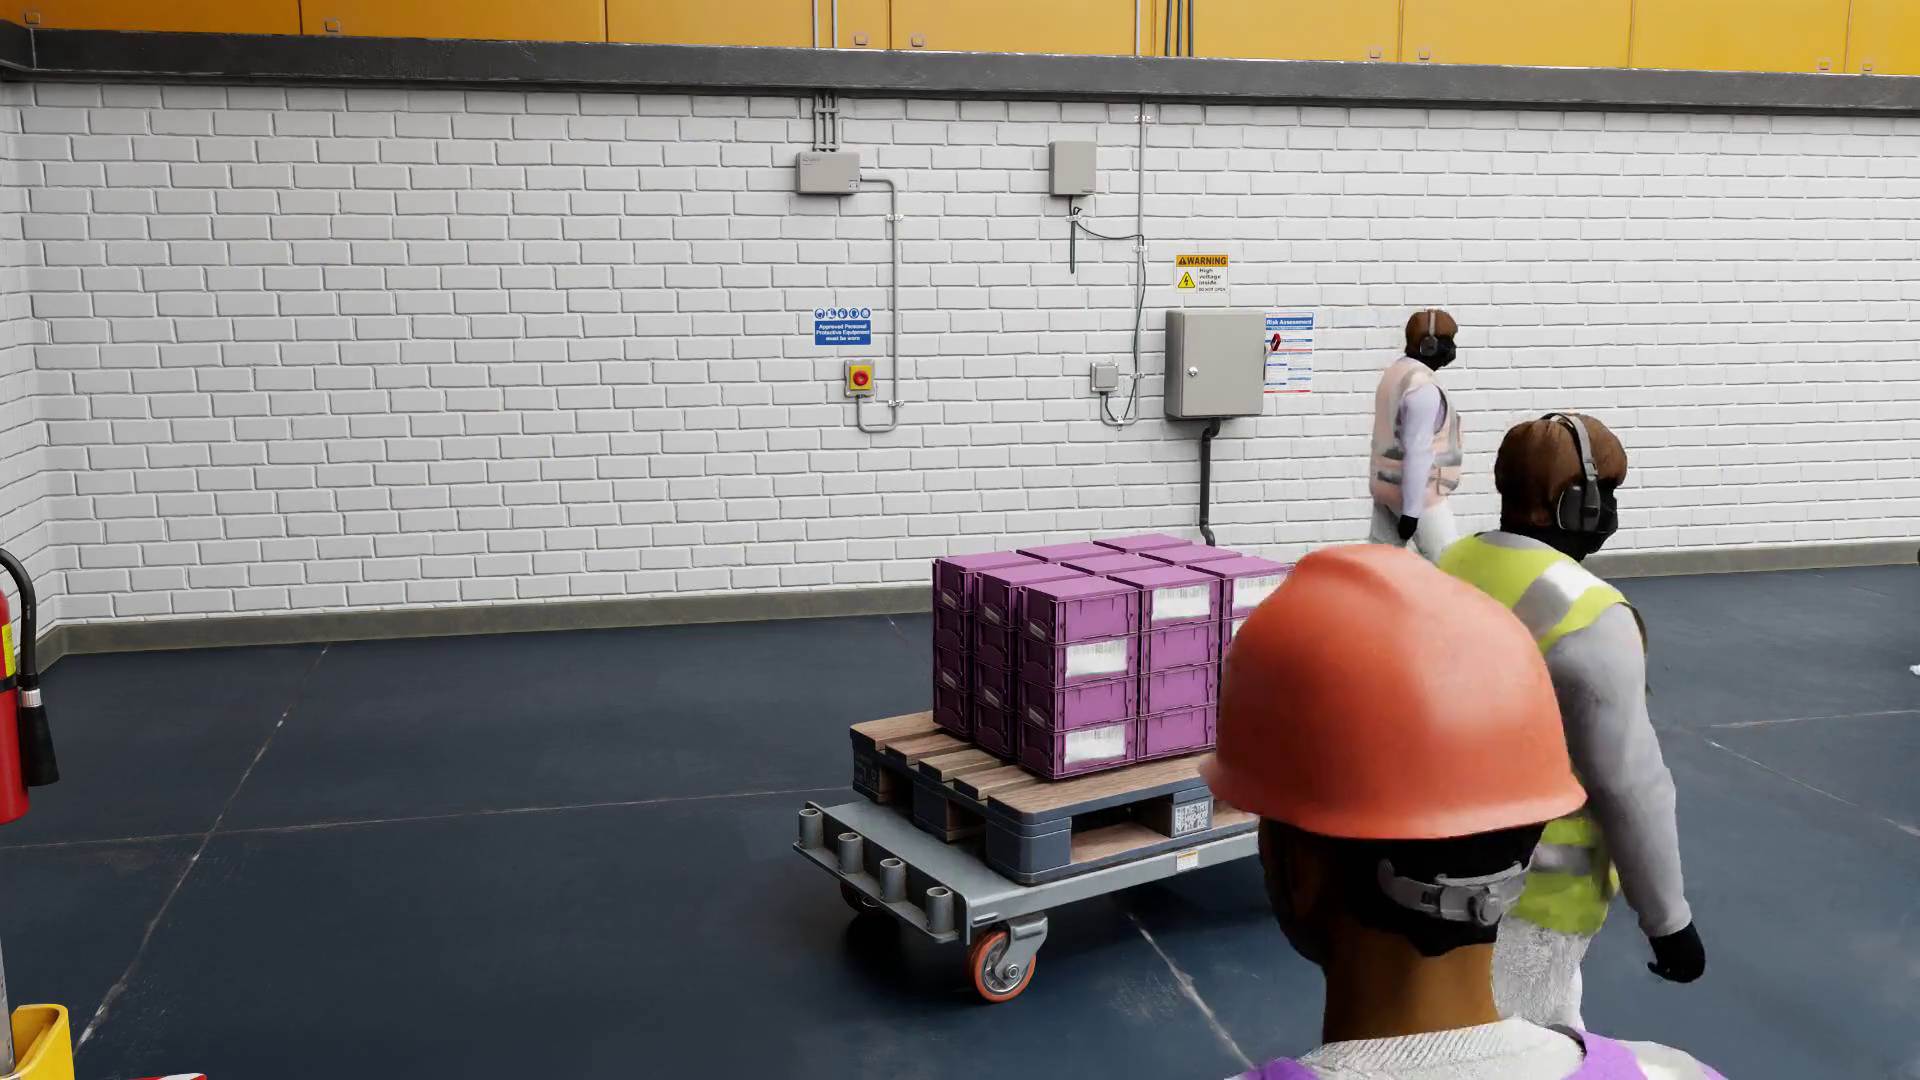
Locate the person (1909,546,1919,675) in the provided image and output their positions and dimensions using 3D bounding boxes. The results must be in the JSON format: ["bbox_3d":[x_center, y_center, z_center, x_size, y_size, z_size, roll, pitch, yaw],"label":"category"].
[{"bbox_3d":[4.967,-0.260,8.071,0.471,1.900,0.595,0,10,-1],"label":"person"}]

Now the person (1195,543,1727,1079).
[{"bbox_3d":[0.271,0.944,1.350,0.547,1.908,0.724,-4,11,-20],"label":"person"}]

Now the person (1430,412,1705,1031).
[{"bbox_3d":[1.200,0.654,3.283,0.942,1.798,0.629,-1,10,-8],"label":"person"}]

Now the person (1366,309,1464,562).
[{"bbox_3d":[2.312,-0.218,8.119,0.944,1.795,0.626,0,10,-2],"label":"person"}]
